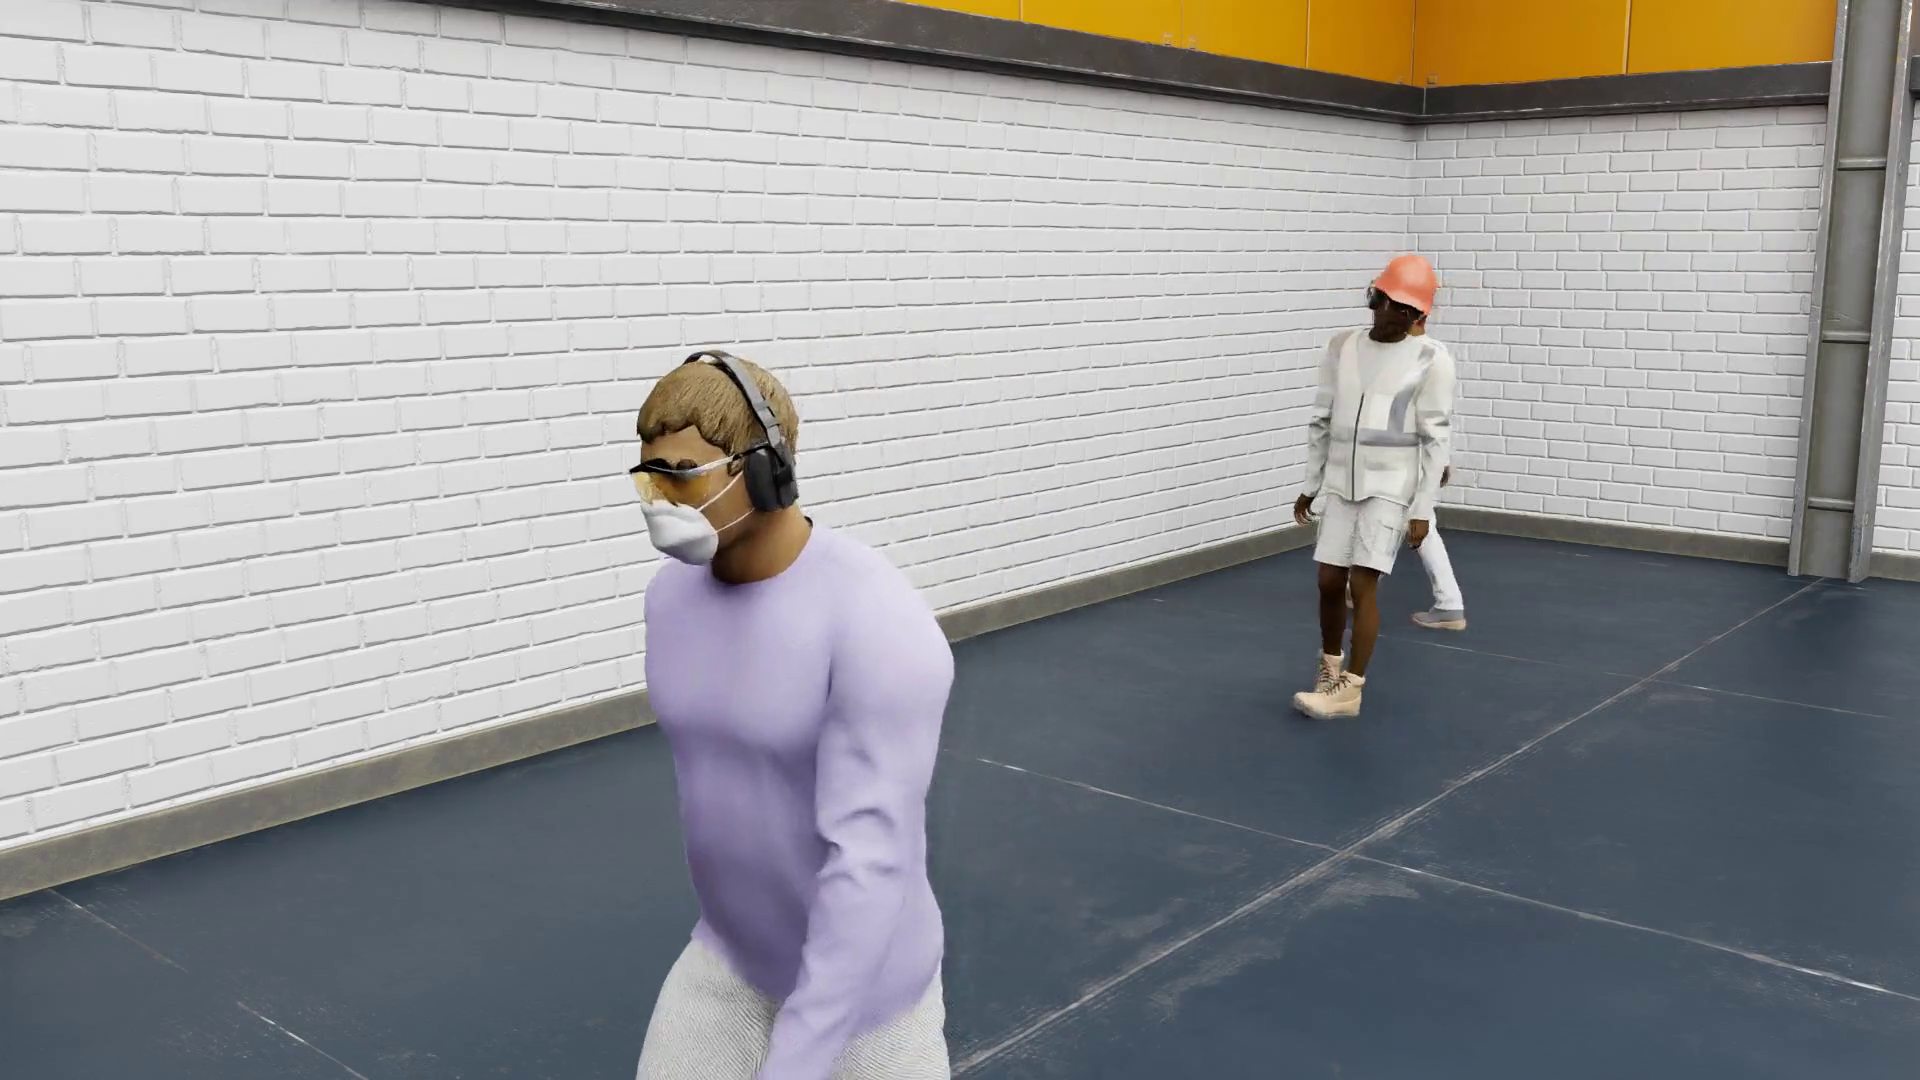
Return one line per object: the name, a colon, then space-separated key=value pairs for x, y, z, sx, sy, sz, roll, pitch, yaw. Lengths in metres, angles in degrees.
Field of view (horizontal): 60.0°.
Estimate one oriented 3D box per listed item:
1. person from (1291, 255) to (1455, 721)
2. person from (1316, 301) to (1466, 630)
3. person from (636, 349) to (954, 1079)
person: x=1.711 y=-0.192 z=7.072 sx=0.672 sy=2.003 sz=0.481 roll=10 pitch=14 yaw=43
person: x=2.383 y=-0.460 z=9.012 sx=0.962 sy=1.828 sz=0.591 roll=8 pitch=13 yaw=38
person: x=-0.290 y=0.670 z=2.423 sx=0.633 sy=1.873 sz=1.056 roll=8 pitch=13 yaw=40
